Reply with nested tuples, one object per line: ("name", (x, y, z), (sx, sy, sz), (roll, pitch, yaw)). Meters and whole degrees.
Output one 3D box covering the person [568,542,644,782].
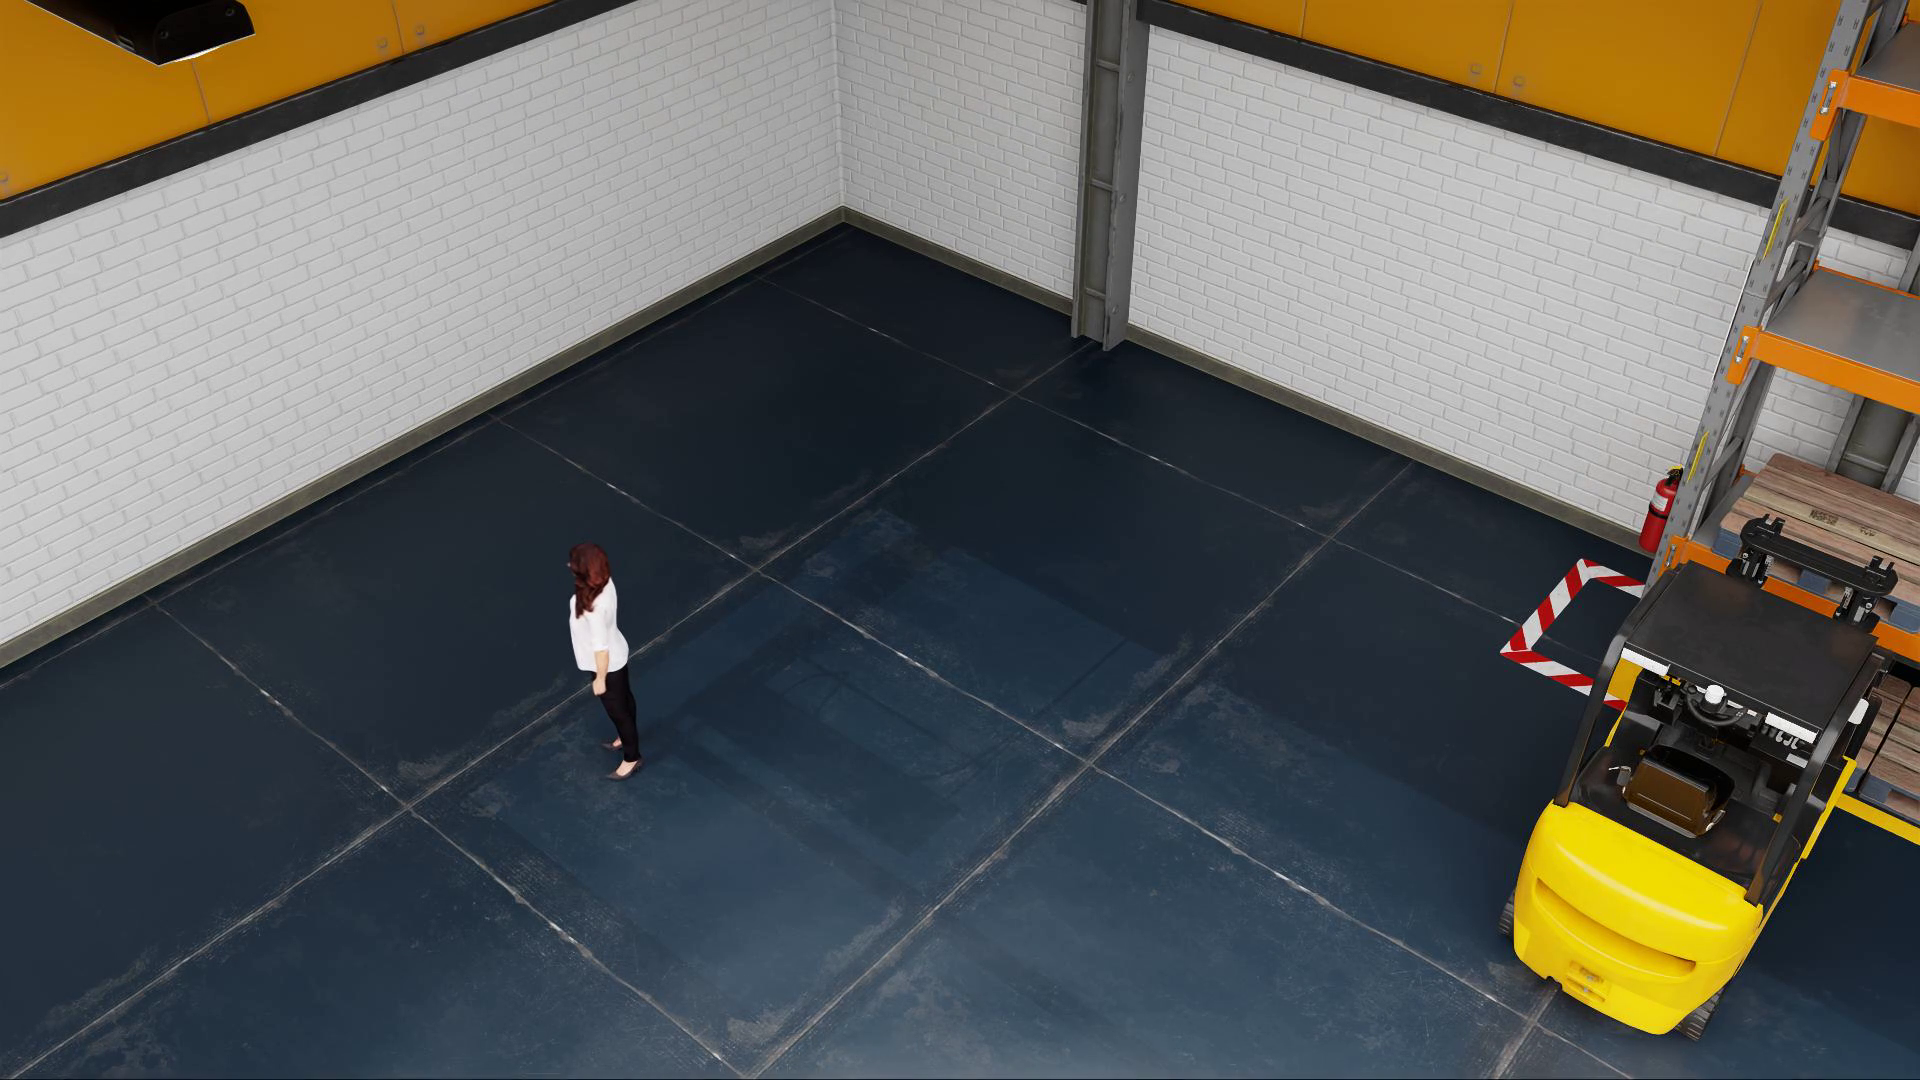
("person", (-2.104, 0.719, 9.984), (0.740, 1.795, 0.666), (-5, 39, -6))
